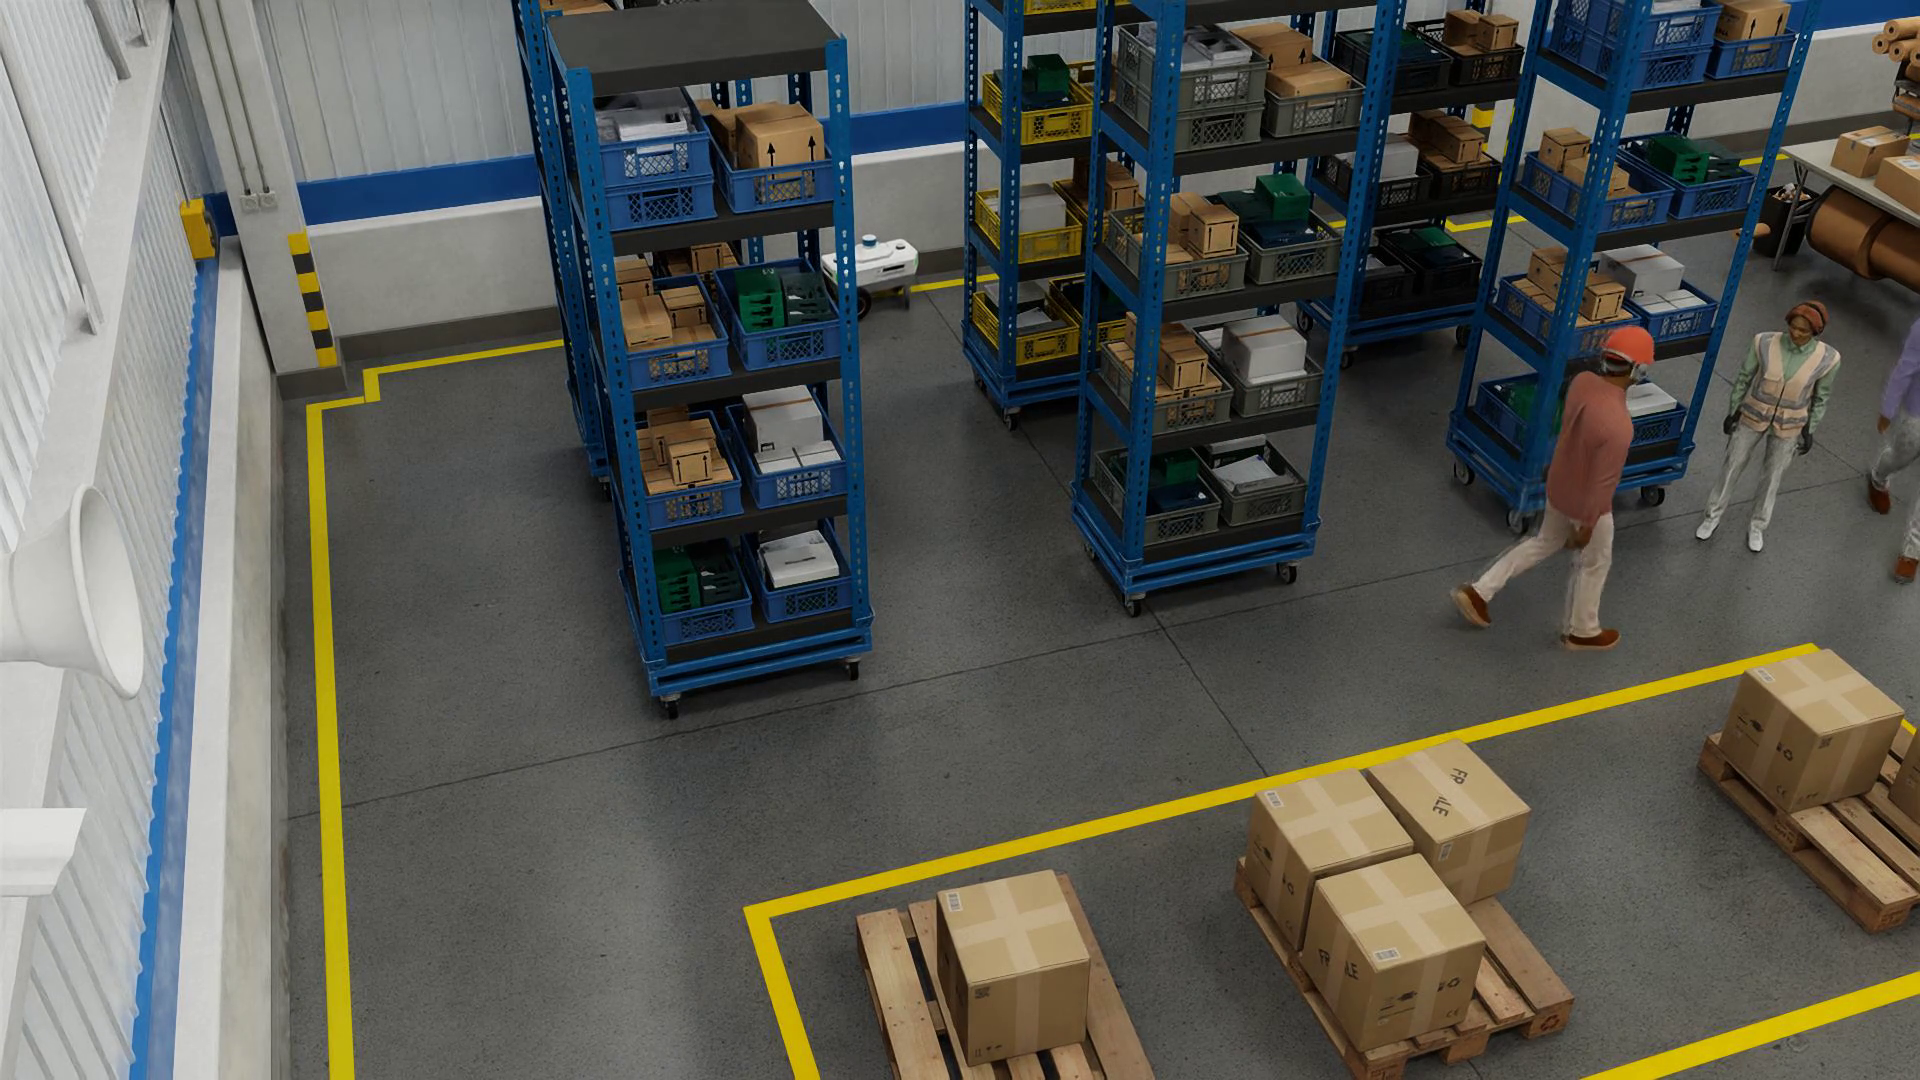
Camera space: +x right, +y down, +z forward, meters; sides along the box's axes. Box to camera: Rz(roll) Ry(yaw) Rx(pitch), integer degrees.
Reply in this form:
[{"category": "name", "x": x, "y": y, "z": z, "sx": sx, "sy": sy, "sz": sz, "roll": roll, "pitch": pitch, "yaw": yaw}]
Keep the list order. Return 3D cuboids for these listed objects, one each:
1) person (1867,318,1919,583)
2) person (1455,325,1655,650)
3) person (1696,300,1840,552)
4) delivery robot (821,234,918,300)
[{"category": "person", "x": 5.752, "y": -0.779, "z": 9.743, "sx": 0.656, "sy": 1.895, "sz": 0.982, "roll": 14, "pitch": 37, "yaw": 19}, {"category": "person", "x": 3.262, "y": -0.250, "z": 8.939, "sx": 0.837, "sy": 1.952, "sz": 0.620, "roll": -6, "pitch": 36, "yaw": -9}, {"category": "person", "x": 4.784, "y": -0.682, "z": 9.819, "sx": 0.512, "sy": 1.639, "sz": 0.311, "roll": 16, "pitch": 38, "yaw": 22}, {"category": "delivery robot", "x": -0.685, "y": -2.087, "z": 12.668, "sx": 0.707, "sy": 0.478, "sz": 0.477, "roll": -16, "pitch": 38, "yaw": -22}]
